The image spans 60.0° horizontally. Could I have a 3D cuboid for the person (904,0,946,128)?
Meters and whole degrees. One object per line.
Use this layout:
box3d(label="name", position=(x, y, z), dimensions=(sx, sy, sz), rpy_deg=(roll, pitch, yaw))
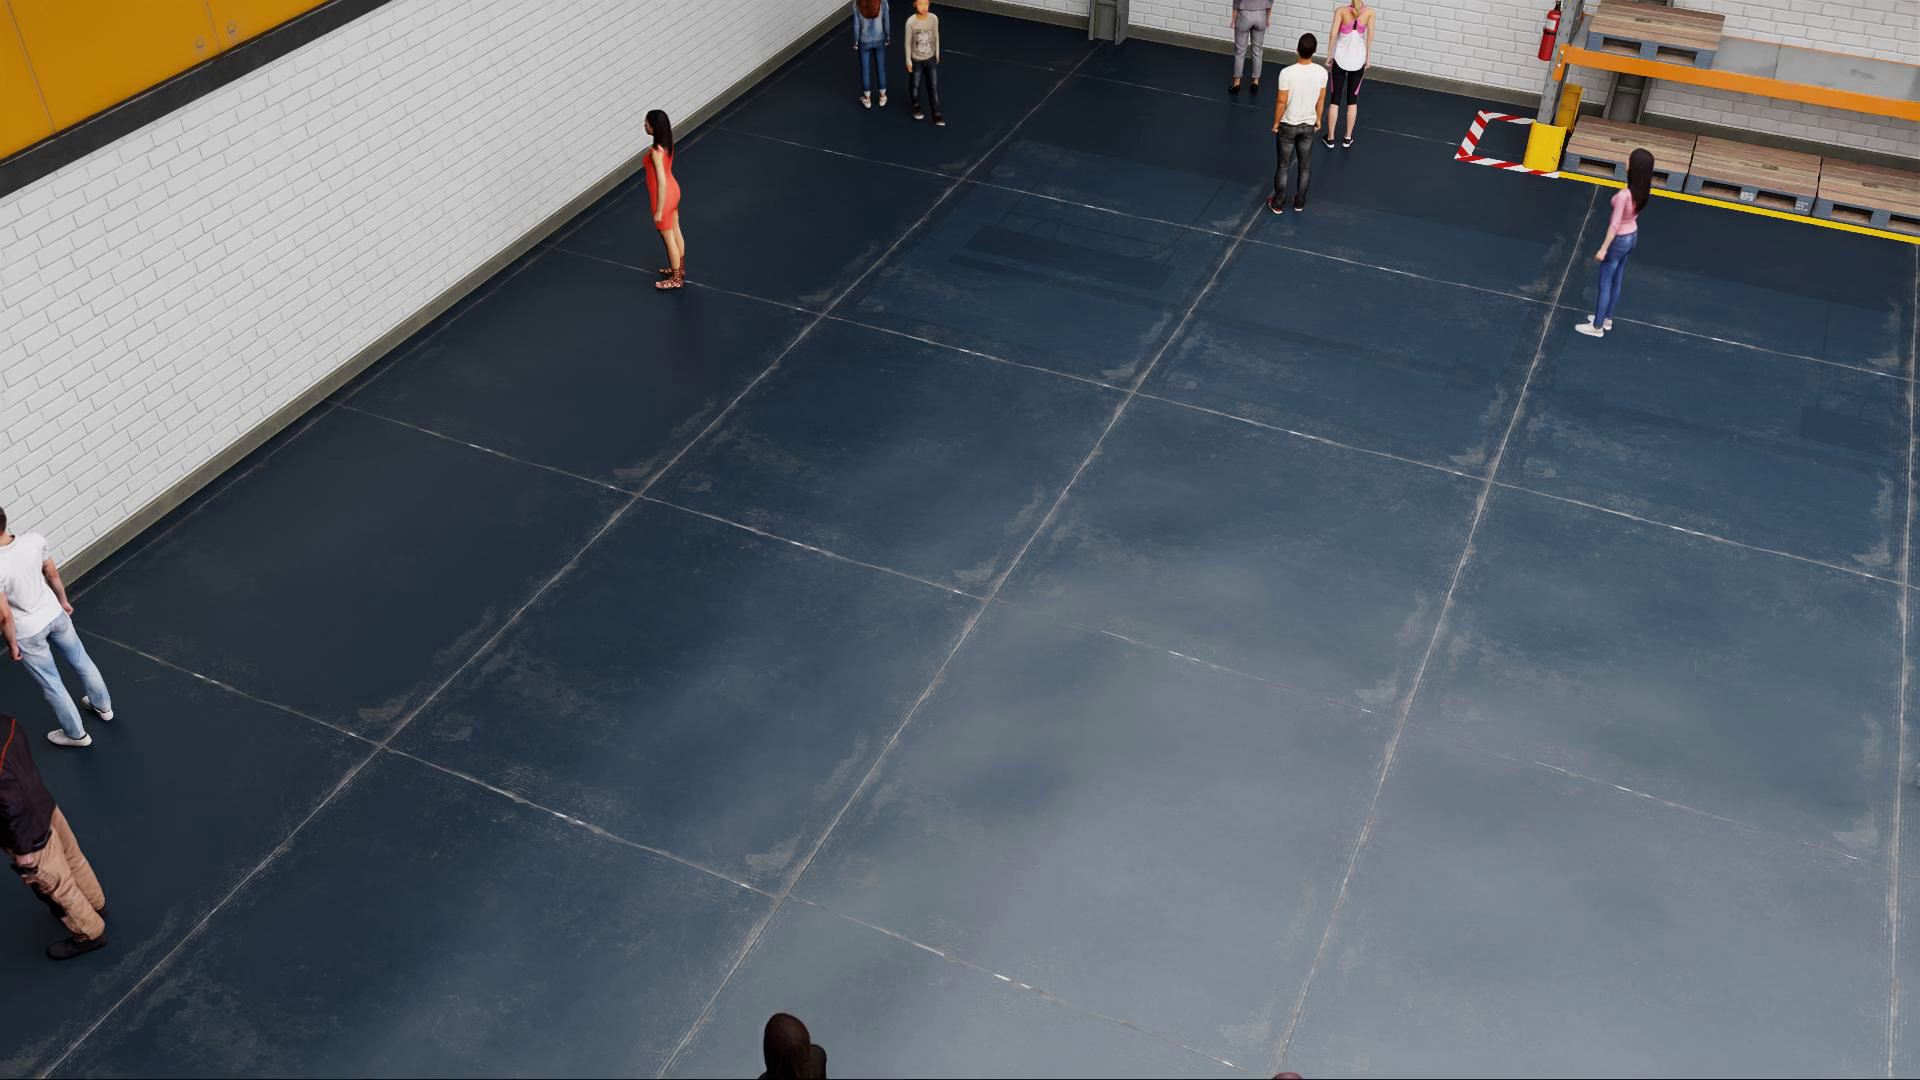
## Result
box3d(label="person", position=(-0.434, -5.224, 17.944), dimensions=(0.925, 1.438, 0.984), rpy_deg=(-13, 40, -16))

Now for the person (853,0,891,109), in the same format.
box3d(label="person", position=(-0.969, -5.475, 18.228), dimensions=(0.615, 1.477, 0.700), rpy_deg=(-7, 39, -9))

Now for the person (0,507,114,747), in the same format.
box3d(label="person", position=(-5.774, 0.520, 10.420), dimensions=(0.563, 1.851, 0.671), rpy_deg=(12, 40, 15))

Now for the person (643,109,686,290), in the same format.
box3d(label="person", position=(-2.664, -3.084, 15.039), dimensions=(0.644, 1.719, 0.656), rpy_deg=(2, 39, 3))

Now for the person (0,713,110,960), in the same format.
box3d(label="person", position=(-5.091, 1.543, 9.081), dimensions=(0.826, 1.924, 0.786), rpy_deg=(-10, 40, -12))

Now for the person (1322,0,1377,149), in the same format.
box3d(label="person", position=(4.048, -4.976, 17.355), dimensions=(0.582, 1.786, 0.733), rpy_deg=(2, 39, 3))

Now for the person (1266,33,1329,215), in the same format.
box3d(label="person", position=(3.282, -4.051, 16.181), dimensions=(0.664, 1.805, 0.775), rpy_deg=(-5, 39, -6))

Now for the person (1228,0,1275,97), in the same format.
box3d(label="person", position=(3.222, -5.746, 18.405), dimensions=(0.695, 1.678, 0.785), rpy_deg=(-4, 39, -5))

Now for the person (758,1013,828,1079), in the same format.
box3d(label="person", position=(-0.752, 2.767, 7.774), dimensions=(0.577, 1.642, 0.627), rpy_deg=(27, 46, 30))

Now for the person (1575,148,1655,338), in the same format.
box3d(label="person", position=(5.697, -2.571, 14.379), dimensions=(0.642, 1.742, 0.631), rpy_deg=(-29, 47, -31))
